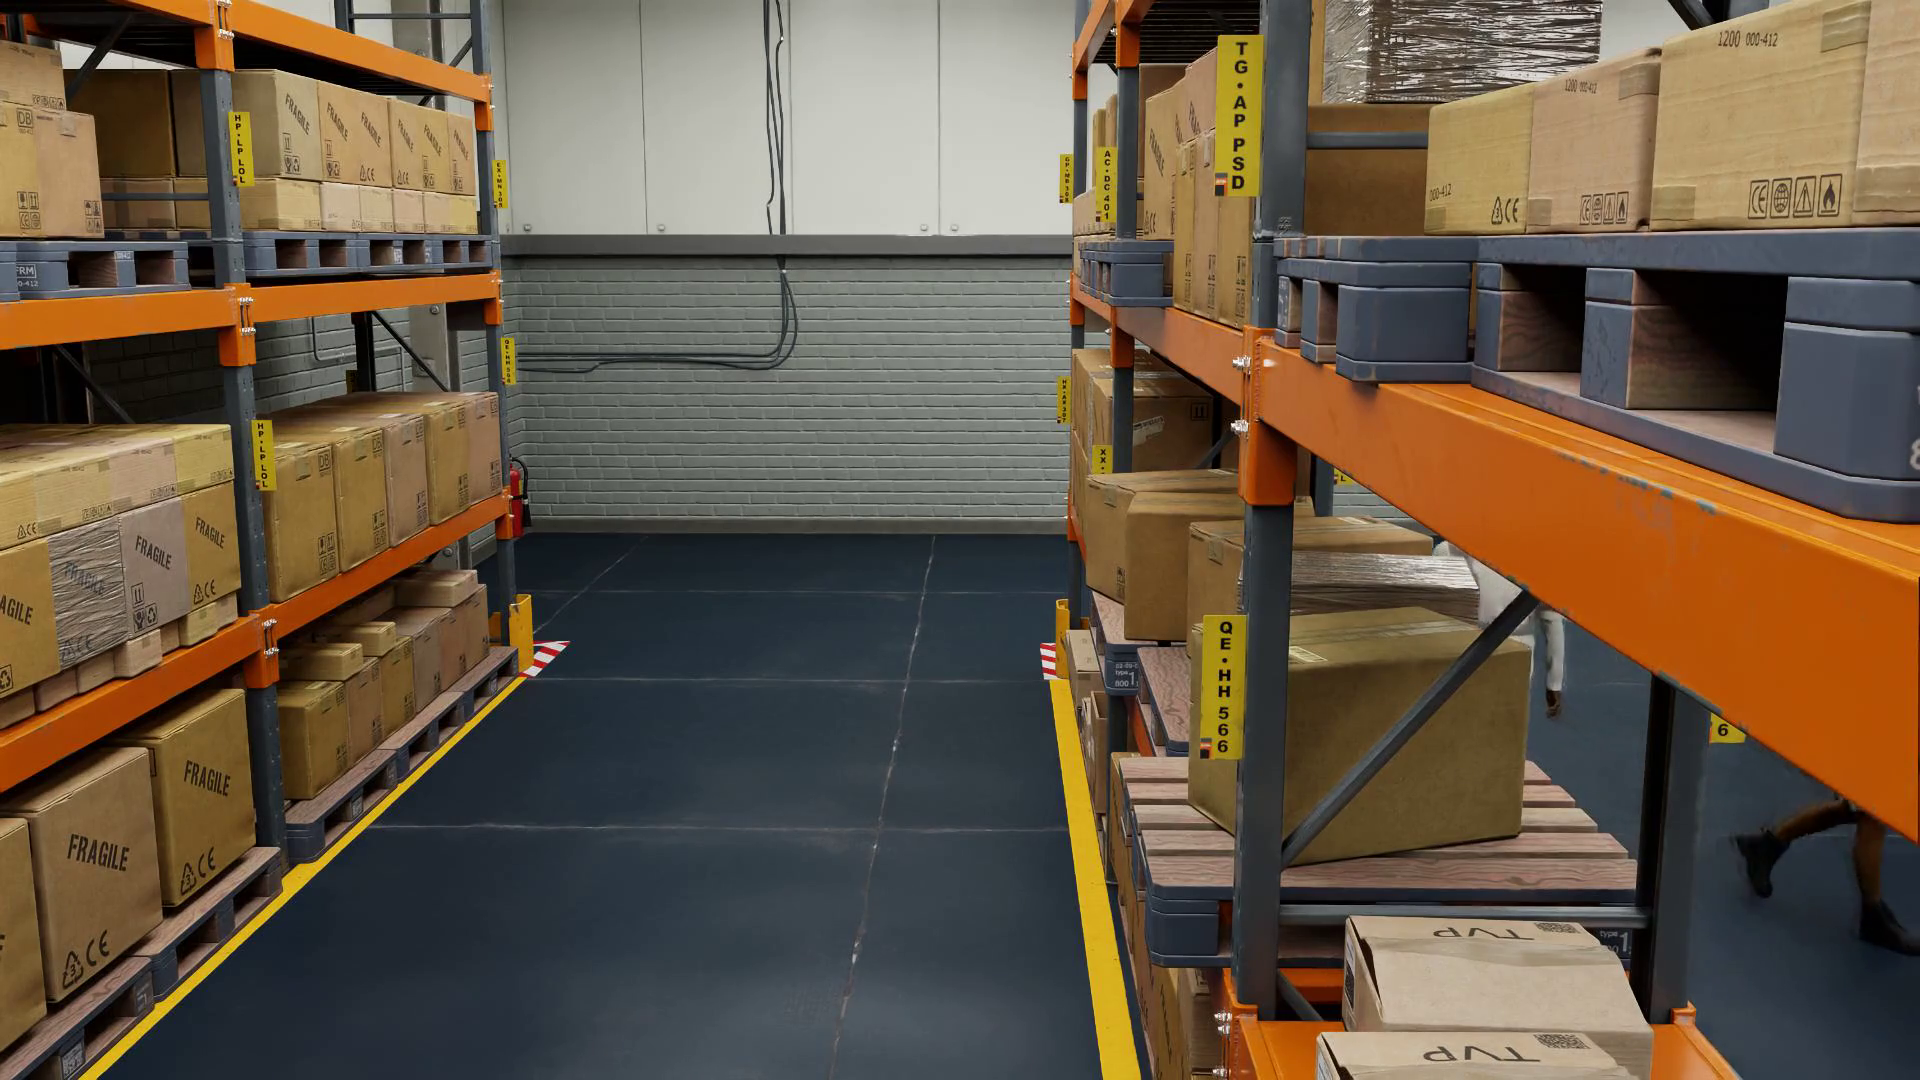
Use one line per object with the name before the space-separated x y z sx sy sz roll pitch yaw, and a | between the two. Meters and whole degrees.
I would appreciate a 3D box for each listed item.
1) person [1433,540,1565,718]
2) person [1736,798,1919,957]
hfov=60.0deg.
person | 2.515 0.629 7.937 0.644 2.019 0.502 -1 10 -4
person | 3.886 0.800 7.302 0.548 1.911 0.835 -8 13 -40
